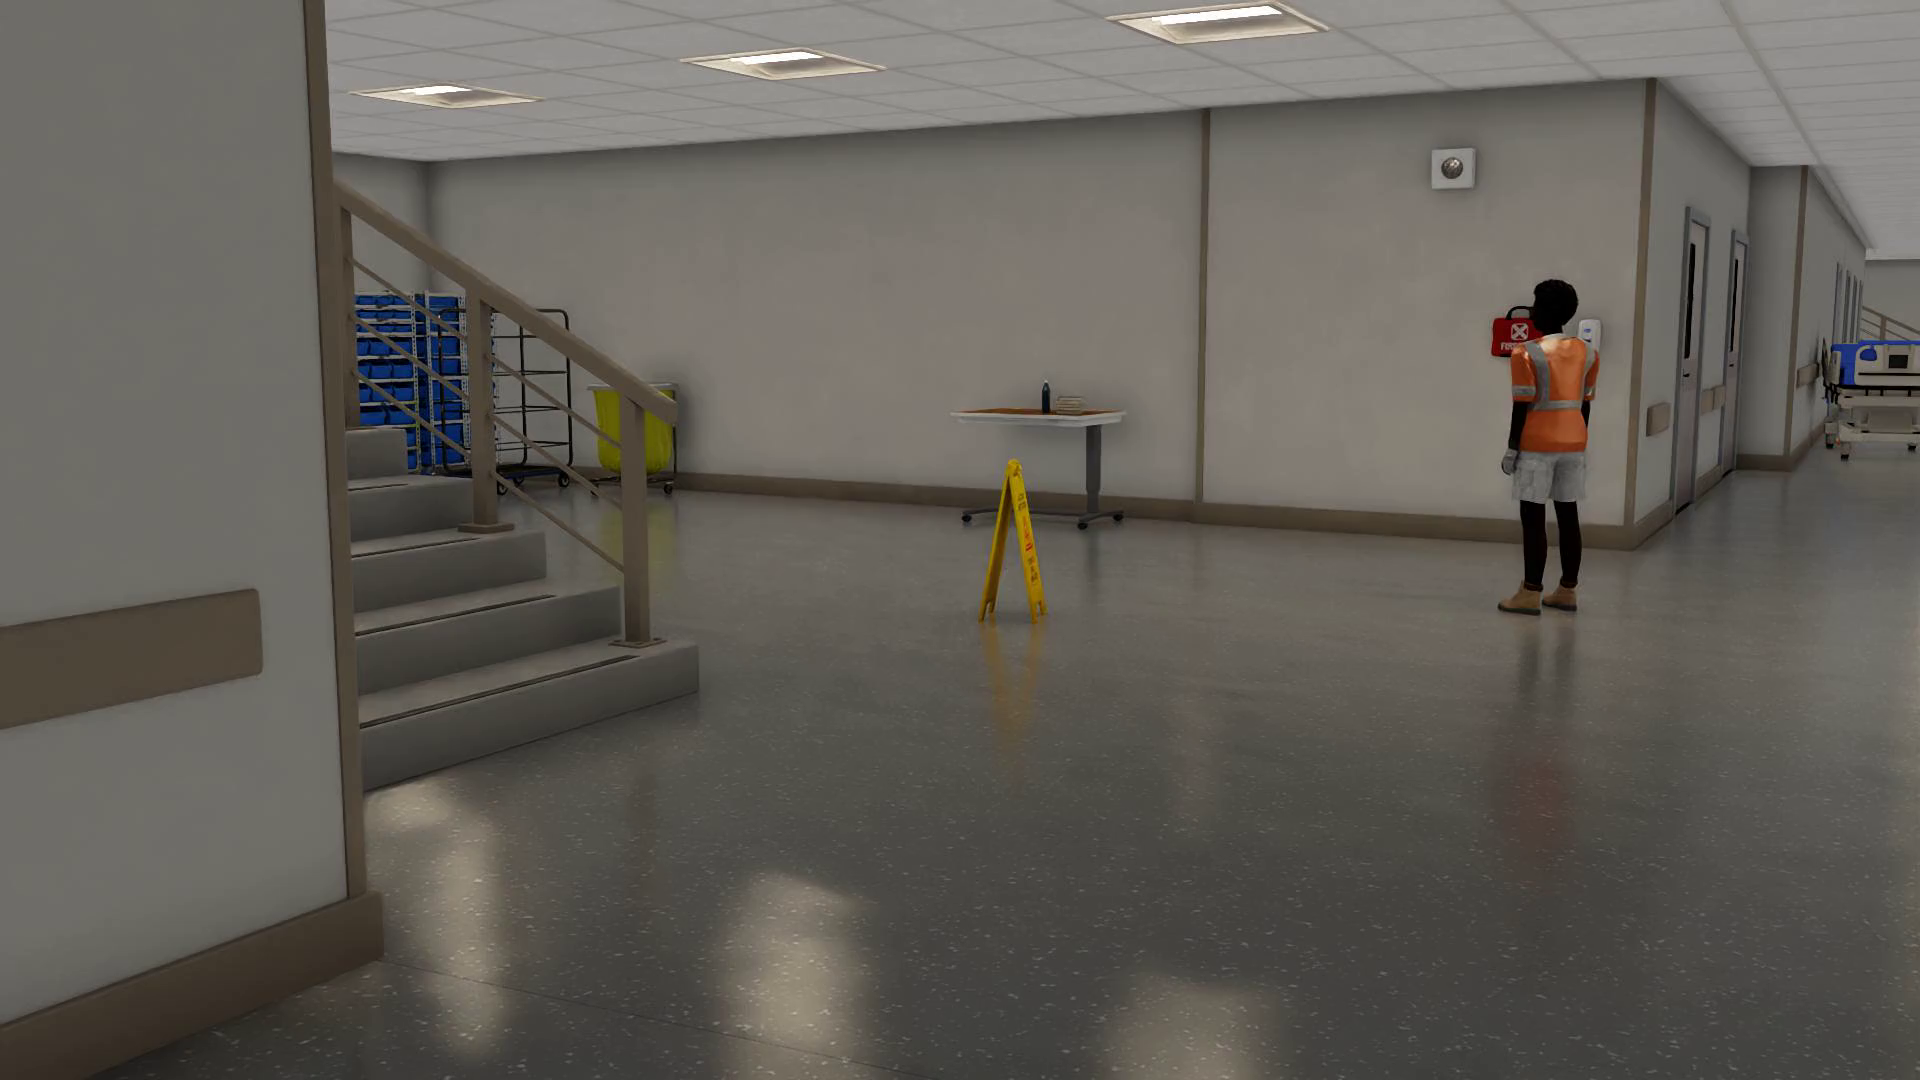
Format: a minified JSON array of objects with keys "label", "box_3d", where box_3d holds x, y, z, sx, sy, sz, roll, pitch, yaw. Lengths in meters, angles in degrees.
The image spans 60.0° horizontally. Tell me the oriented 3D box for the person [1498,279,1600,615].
[{"label":"person","box_3d":[2.981,-0.465,8.437,0.538,1.700,0.317,-3,8,-24]}]
